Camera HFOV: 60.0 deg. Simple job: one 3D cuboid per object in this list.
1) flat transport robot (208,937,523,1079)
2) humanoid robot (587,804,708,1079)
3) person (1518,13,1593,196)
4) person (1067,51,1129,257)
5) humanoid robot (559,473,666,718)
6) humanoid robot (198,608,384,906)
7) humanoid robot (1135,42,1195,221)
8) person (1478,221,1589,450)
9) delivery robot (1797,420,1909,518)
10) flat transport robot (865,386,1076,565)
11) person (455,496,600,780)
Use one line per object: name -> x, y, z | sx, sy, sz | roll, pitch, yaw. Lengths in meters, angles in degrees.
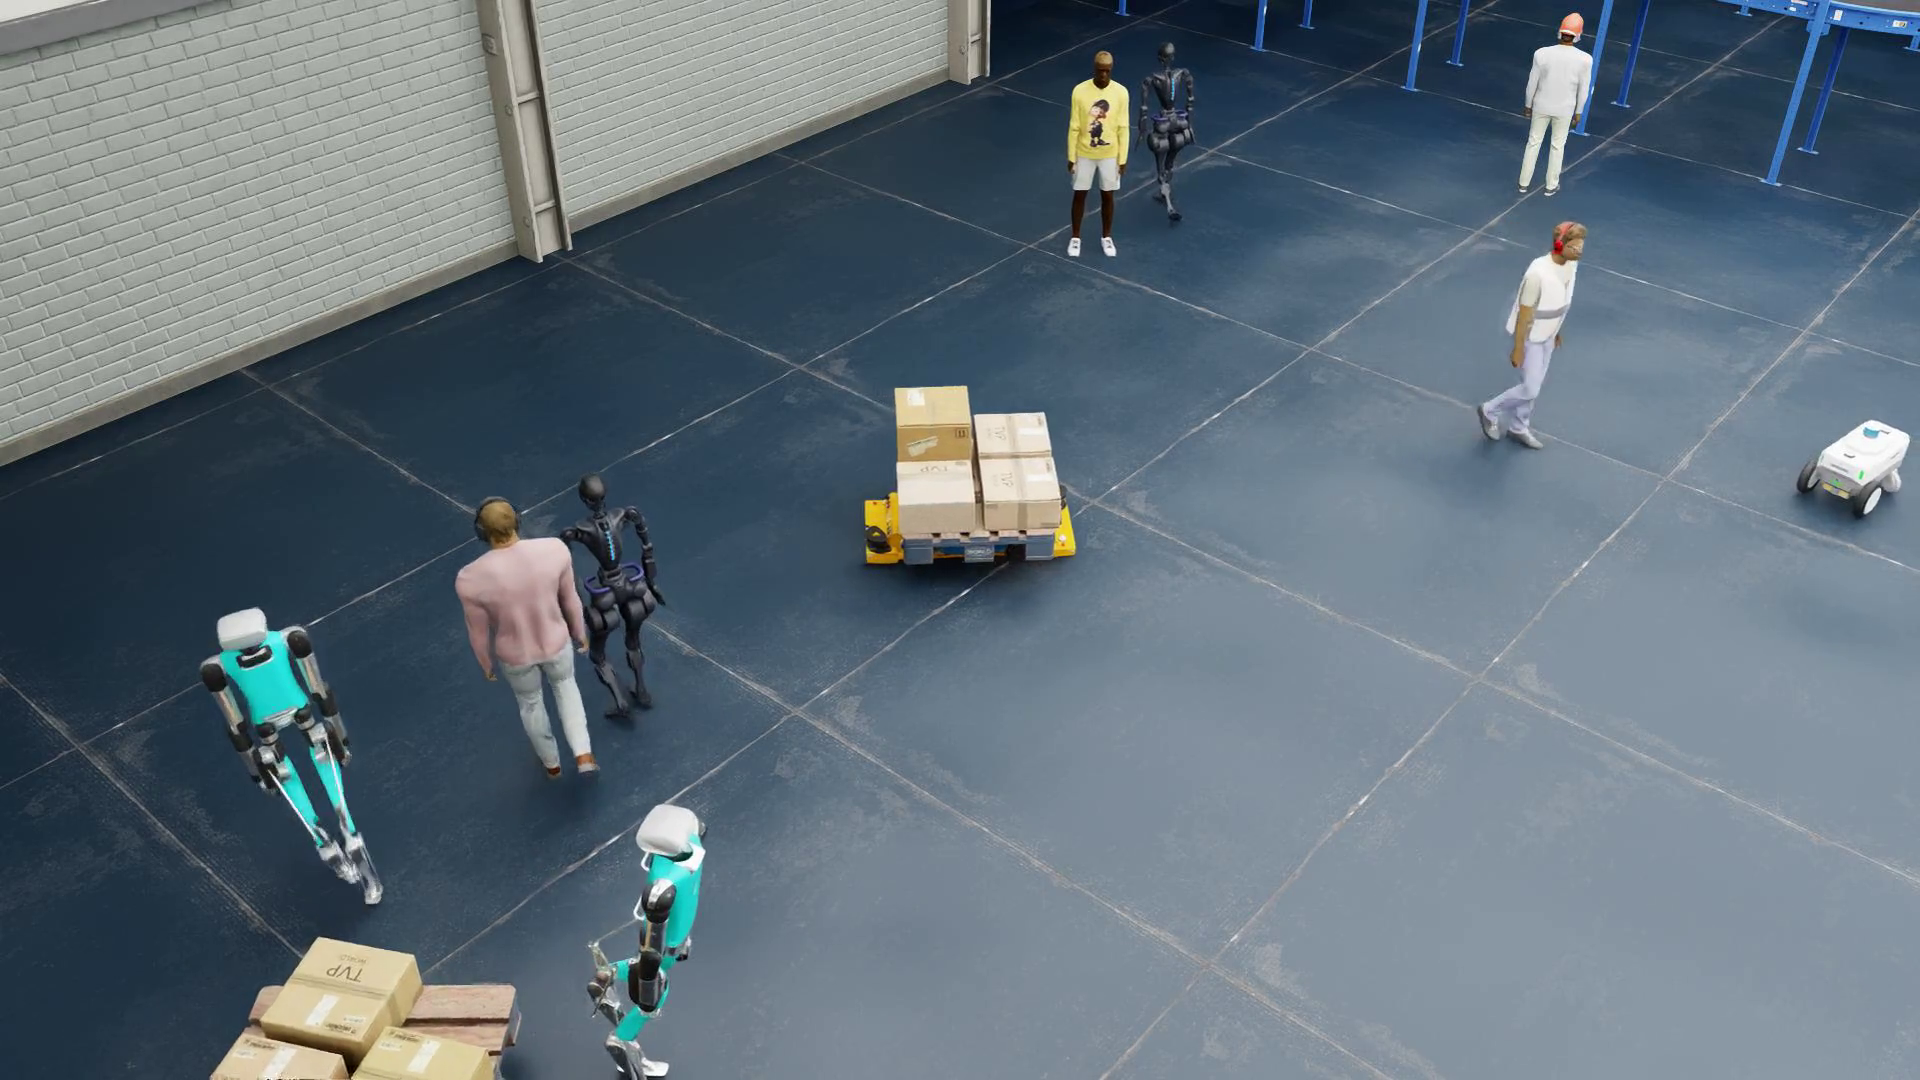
flat transport robot -> -2.691, 2.671, 7.637 | 0.659, 0.231, 1.431 | 0, 35, 0
humanoid robot -> -1.485, 1.912, 7.514 | 0.794, 1.856, 0.547 | 6, 36, 9
person -> 5.711, -4.177, 15.972 | 0.570, 1.750, 0.328 | 14, 38, 19
person -> 1.225, -3.435, 14.819 | 0.538, 1.892, 0.353 | 2, 35, 3
humanoid robot -> -2.009, 0.326, 9.709 | 0.588, 1.637, 0.352 | -20, 40, -25
humanoid robot -> -3.312, 1.220, 8.440 | 0.568, 1.787, 0.823 | -22, 41, -28
humanoid robot -> 1.978, -3.823, 15.570 | 0.594, 1.620, 0.682 | -12, 37, -16
person -> 4.195, -1.480, 12.116 | 0.595, 1.829, 0.418 | -30, 45, -35
delivery robot -> 6.444, -0.550, 11.912 | 0.765, 0.594, 0.513 | -26, 43, -31
flat transport robot -> 0.059, -0.119, 11.555 | 1.431, 0.231, 0.659 | -2, 36, -3
person -> -2.353, 0.602, 9.124 | 0.647, 1.918, 0.502 | -16, 38, -21
